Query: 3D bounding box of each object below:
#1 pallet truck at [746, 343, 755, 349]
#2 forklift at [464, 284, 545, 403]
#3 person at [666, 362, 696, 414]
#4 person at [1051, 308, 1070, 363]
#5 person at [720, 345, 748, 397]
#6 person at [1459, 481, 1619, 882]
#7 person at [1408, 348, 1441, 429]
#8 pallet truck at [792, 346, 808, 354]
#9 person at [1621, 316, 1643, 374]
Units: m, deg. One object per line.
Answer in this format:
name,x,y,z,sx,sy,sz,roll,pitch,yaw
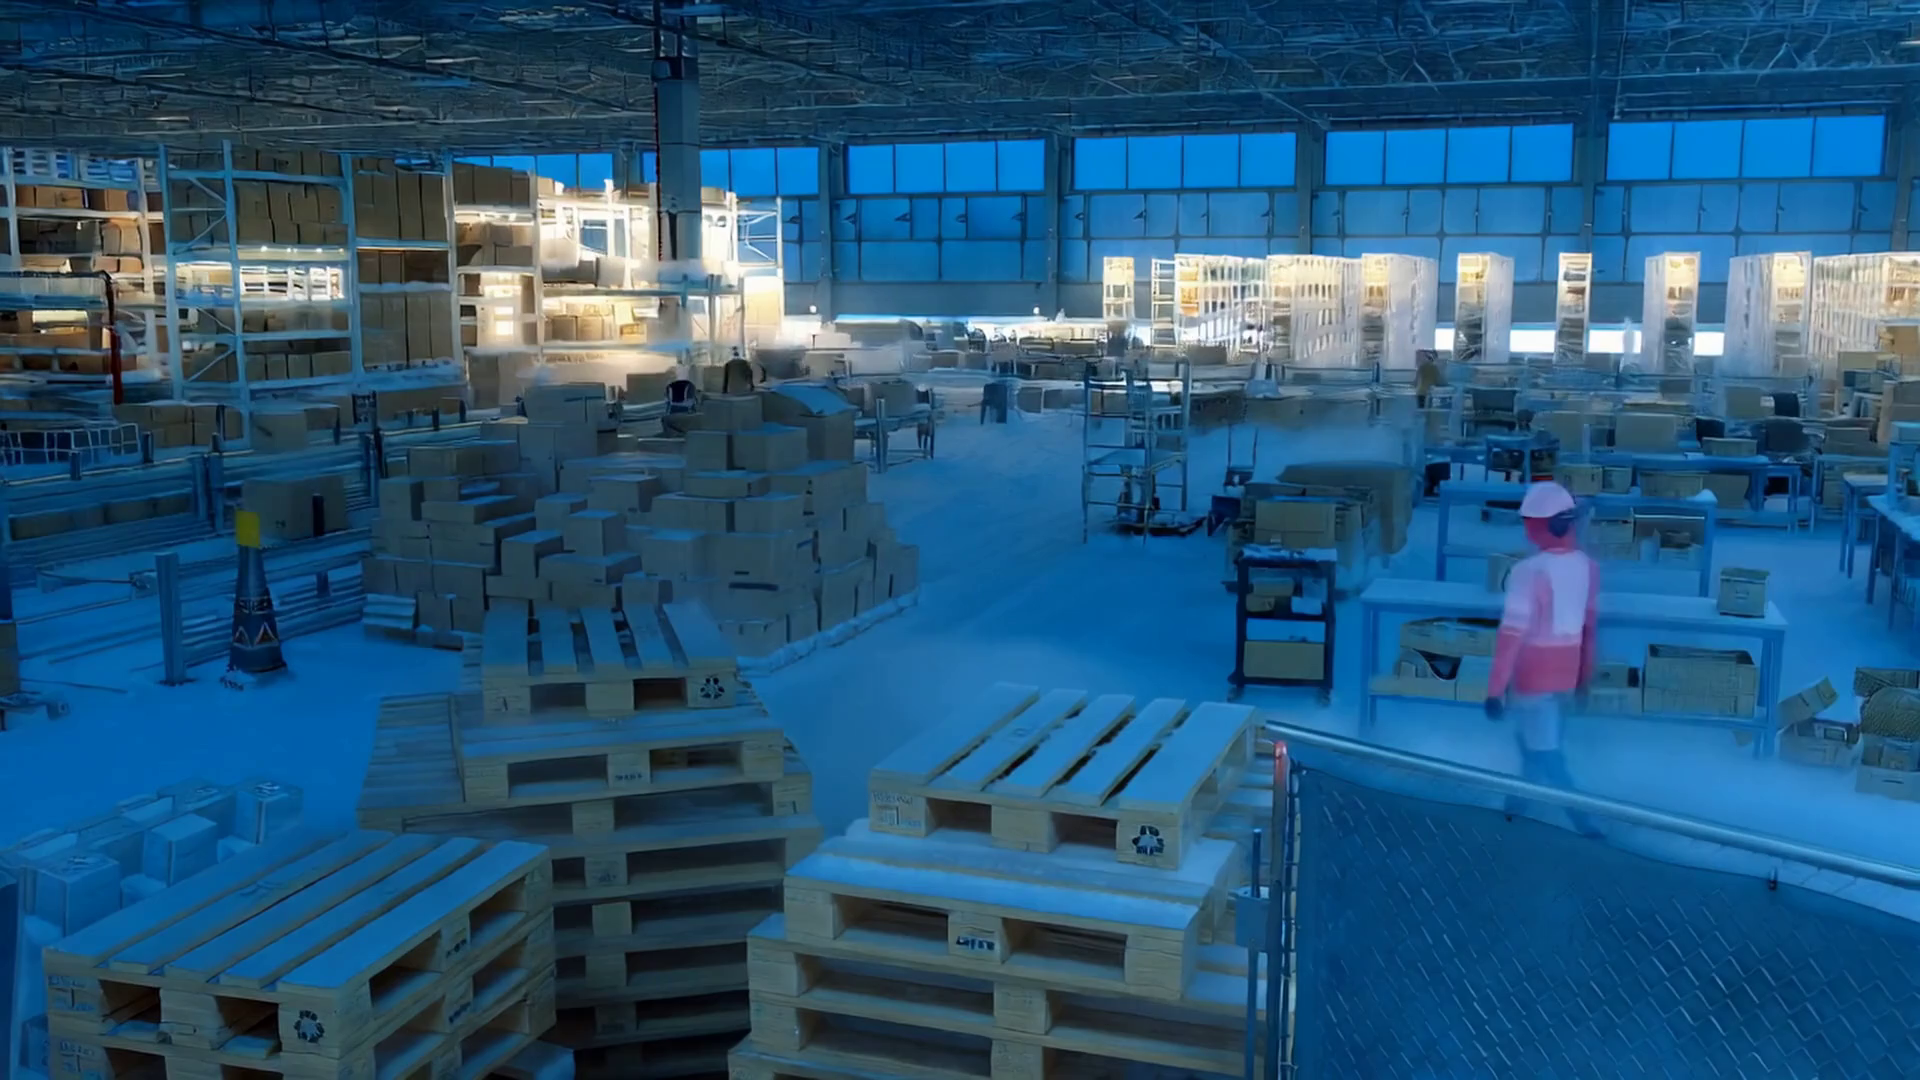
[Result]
pallet truck,-6.183,-4.618,44.264,1.601,1.201,0.680,-9,12,-43
forklift,-10.832,-4.702,39.610,1.129,2.768,1.873,3,10,20
person,-4.354,-1.932,25.937,0.548,1.685,0.426,4,10,24
person,3.225,-6.458,53.419,0.614,1.990,0.392,2,9,13
person,-4.028,-2.580,29.705,0.404,1.792,0.646,7,11,36
person,3.007,0.701,8.465,0.622,2.003,1.026,-6,11,-32
person,8.398,-2.608,30.102,0.858,1.721,0.528,-4,10,-23
pallet truck,-3.705,-4.298,42.022,0.653,1.274,1.630,3,10,20
person,19.962,-5.761,49.550,0.693,1.830,0.578,5,10,29
